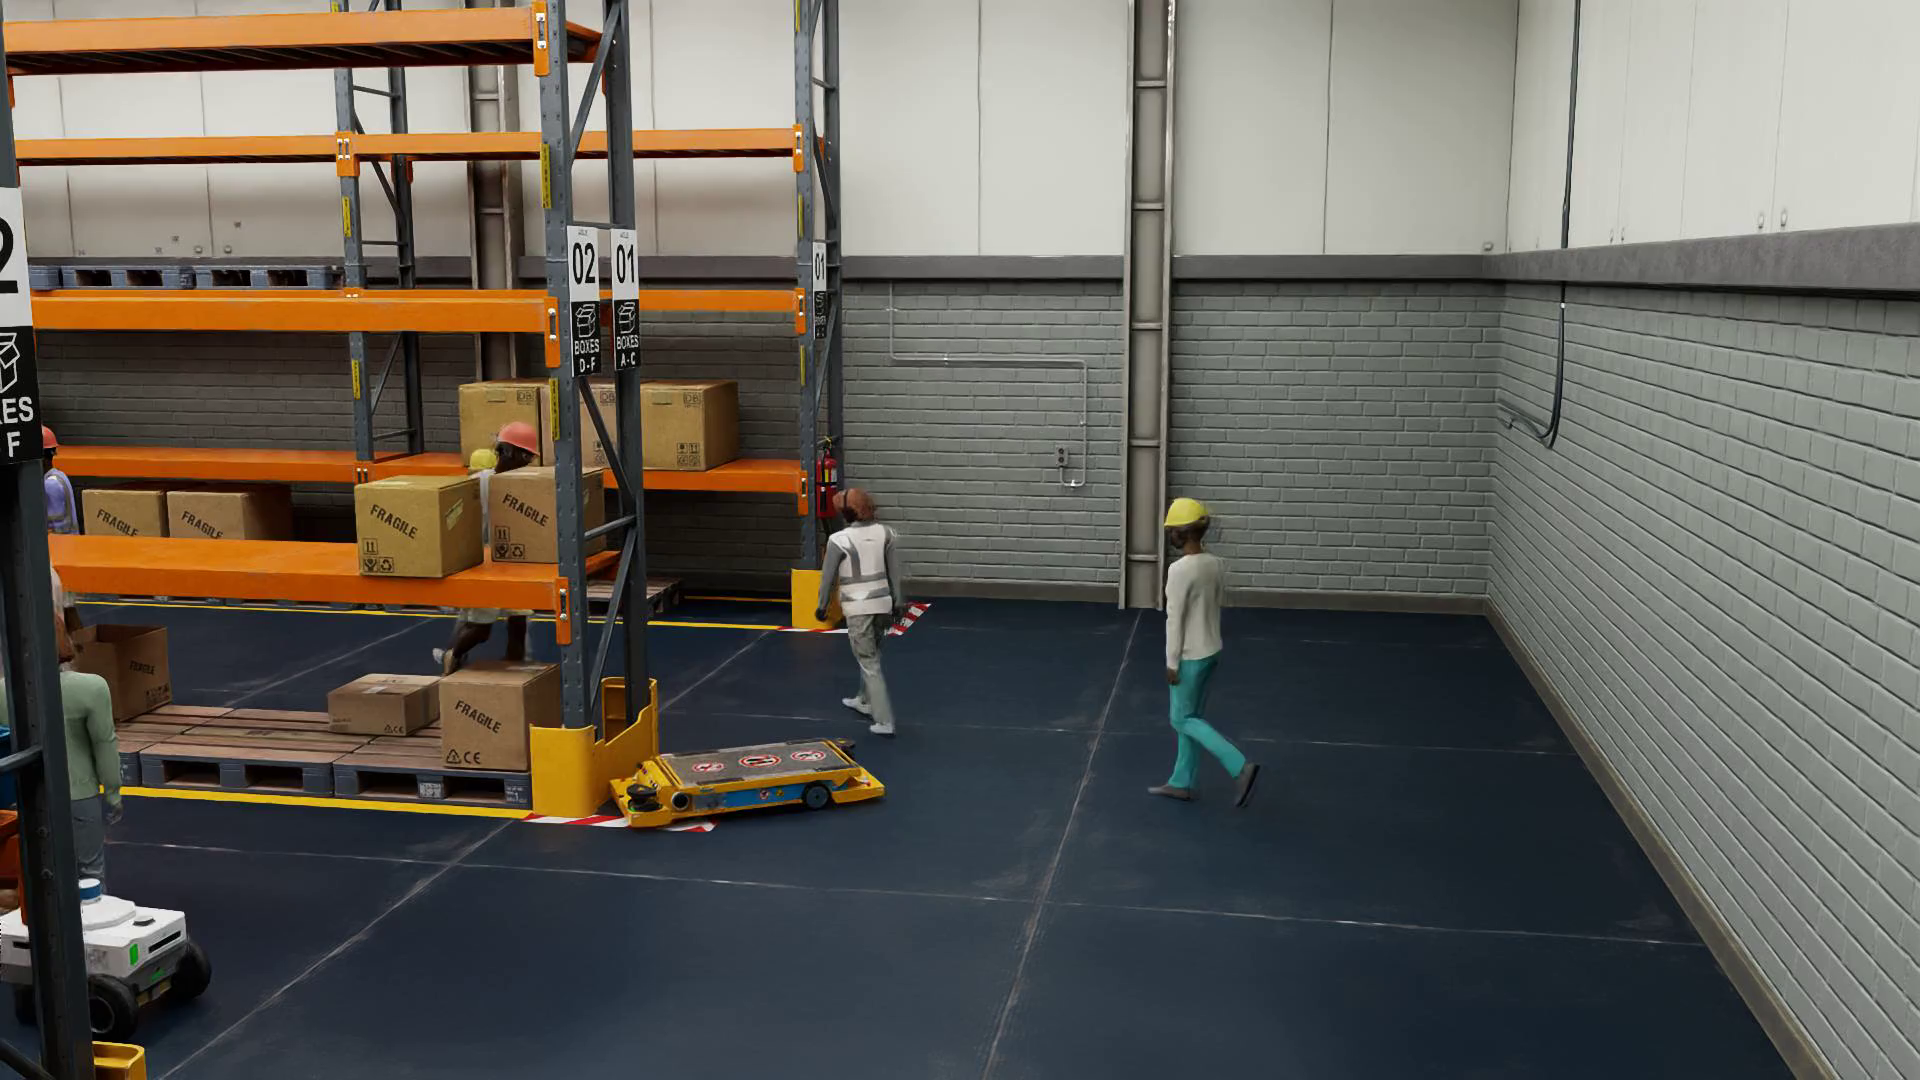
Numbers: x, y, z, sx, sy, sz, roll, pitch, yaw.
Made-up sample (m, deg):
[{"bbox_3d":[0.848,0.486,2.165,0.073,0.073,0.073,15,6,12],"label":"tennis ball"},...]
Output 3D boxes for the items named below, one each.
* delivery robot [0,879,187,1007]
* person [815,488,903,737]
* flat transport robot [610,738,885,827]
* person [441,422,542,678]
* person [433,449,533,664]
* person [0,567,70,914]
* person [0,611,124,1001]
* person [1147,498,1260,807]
[{"bbox_3d":[-3.479,1.602,6.653,0.707,0.478,0.477,2,9,14],"label":"delivery robot"},{"bbox_3d":[-0.678,0.455,10.816,0.521,1.601,0.771,-9,12,-43],"label":"person"},{"bbox_3d":[-1.205,1.349,9.388,1.431,0.197,0.652,-4,10,-21],"label":"flat transport robot"},{"bbox_3d":[-3.176,0.194,11.248,0.854,1.989,0.672,7,11,36],"label":"person"},{"bbox_3d":[-3.510,0.178,12.244,0.874,1.694,0.504,6,11,34],"label":"person"},{"bbox_3d":[-4.487,0.772,7.714,0.628,1.962,0.662,1,9,3],"label":"person"},{"bbox_3d":[-3.725,1.079,6.848,0.507,1.634,0.280,-3,10,-20],"label":"person"},{"bbox_3d":[1.370,0.638,9.253,0.636,1.736,0.530,6,11,32],"label":"person"}]
